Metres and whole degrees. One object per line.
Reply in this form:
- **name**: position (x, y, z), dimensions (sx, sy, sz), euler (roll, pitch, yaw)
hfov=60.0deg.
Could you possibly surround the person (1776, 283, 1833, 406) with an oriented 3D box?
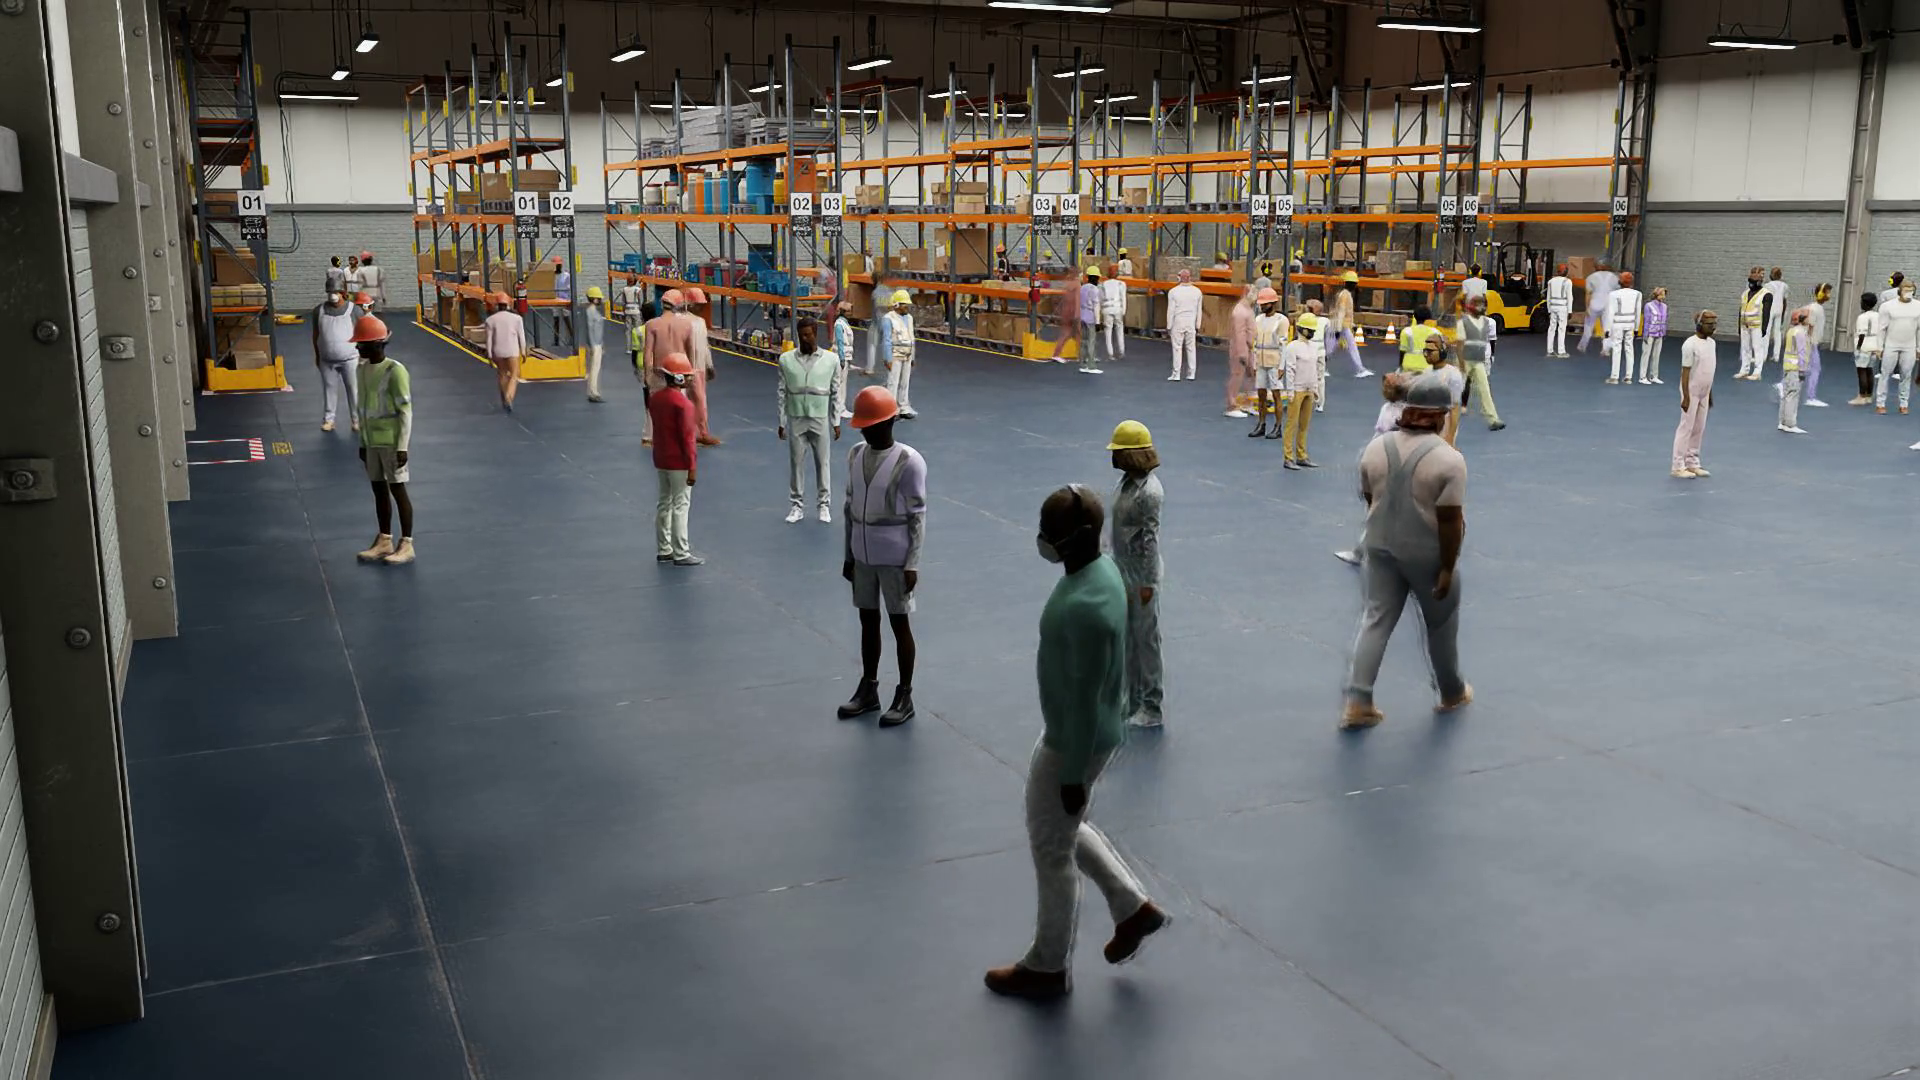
- **person**: position (12.715, -2.934, 24.963), dimensions (0.676, 1.843, 0.545), euler (7, 13, 31)

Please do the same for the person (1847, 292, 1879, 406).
- **person**: position (13.581, -2.863, 24.954), dimensions (0.540, 1.696, 0.317), euler (-9, 14, -37)

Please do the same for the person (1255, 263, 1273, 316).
- **person**: position (6.209, -4.710, 33.924), dimensions (0.330, 1.865, 0.518), euler (-5, 12, -22)

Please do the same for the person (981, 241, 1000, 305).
- **person**: position (1.019, -8.200, 51.304), dimensions (1.038, 1.993, 0.639), euler (-9, 14, -37)

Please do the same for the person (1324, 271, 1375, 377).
- **person**: position (6.761, -3.790, 29.264), dimensions (1.038, 1.866, 0.587), euler (2, 11, 10)

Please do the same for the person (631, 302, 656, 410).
- **person**: position (-4.141, -2.332, 22.262), dimensions (0.545, 1.684, 0.366), euler (-5, 12, -24)

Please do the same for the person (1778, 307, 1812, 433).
- **person**: position (10.999, -2.233, 21.897), dimensions (0.307, 1.643, 0.514), euler (2, 11, 10)

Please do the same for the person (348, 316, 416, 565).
- **person**: position (-4.751, -0.810, 13.652), dimensions (0.609, 2.040, 0.395), euler (8, 14, 35)

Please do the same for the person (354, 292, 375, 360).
- **person**: position (-8.440, -2.643, 23.689), dimensions (0.327, 1.753, 0.560), euler (-6, 13, -27)

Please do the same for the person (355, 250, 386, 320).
- **person**: position (-13.288, -5.498, 37.494), dimensions (0.624, 2.029, 0.487), euler (-8, 14, -35)

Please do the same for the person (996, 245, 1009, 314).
- **person**: position (1.112, -6.833, 44.303), dimensions (0.409, 2.028, 0.619), euler (3, 11, 14)

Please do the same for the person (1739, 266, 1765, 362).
- **person**: position (15.353, -4.368, 32.230), dimensions (0.325, 1.843, 0.517), euler (3, 12, 16)

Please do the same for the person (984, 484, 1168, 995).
- **person**: position (0.422, 0.739, 6.071), dimensions (0.614, 1.922, 0.655), euler (1, 11, 6)

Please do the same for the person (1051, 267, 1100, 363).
- **person**: position (2.192, -4.312, 31.968), dimensions (0.979, 1.850, 0.695), euler (-4, 12, -20)

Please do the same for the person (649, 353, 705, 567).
- **person**: position (-2.309, -0.653, 13.609), dimensions (0.346, 1.745, 0.569), euler (-10, 15, -41)

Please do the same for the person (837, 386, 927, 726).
- **person**: position (-0.454, 0.089, 9.368), dimensions (0.542, 1.928, 0.377), euler (8, 14, 36)

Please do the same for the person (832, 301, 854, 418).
- **person**: position (-1.654, -2.548, 23.504), dimensions (0.309, 1.640, 0.513), euler (1, 11, 3)

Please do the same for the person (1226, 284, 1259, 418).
- **person**: position (4.058, -2.648, 23.390), dimensions (0.639, 1.876, 0.679), euler (4, 12, 20)

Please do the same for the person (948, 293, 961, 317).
- **person**: position (-0.158, -7.131, 46.164), dimensions (0.572, 1.887, 0.356), euler (-4, 12, -19)

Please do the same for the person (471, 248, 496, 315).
- **person**: position (-13.135, -6.995, 45.388), dimensions (1.008, 1.933, 0.631), euler (-3, 11, -13)

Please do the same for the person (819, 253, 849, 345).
- **person**: position (-2.695, -5.265, 36.289), dimensions (0.689, 2.000, 0.759), euler (-4, 12, -20)

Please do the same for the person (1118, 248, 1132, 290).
- **person**: position (4.511, -7.092, 45.909), dimensions (0.409, 1.915, 0.589), euler (9, 14, 37)

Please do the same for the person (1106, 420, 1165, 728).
- **person**: position (0.973, 0.189, 9.354), dimensions (0.336, 1.733, 0.480), euler (-4, 12, -20)

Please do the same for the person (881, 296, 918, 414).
- **person**: position (-0.958, -2.678, 23.981), dimensions (0.779, 1.721, 0.492), euler (5, 12, 23)

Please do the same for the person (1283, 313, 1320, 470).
- **person**: position (3.873, -1.679, 18.775), dimensions (0.523, 1.765, 0.316), euler (-9, 15, -40)

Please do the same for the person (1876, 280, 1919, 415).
- **person**: position (13.443, -2.749, 23.791), dimensions (0.629, 1.932, 0.366), euler (3, 12, 17)

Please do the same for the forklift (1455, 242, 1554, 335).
- **forklift**: position (13.047, -6.049, 39.881), dimensions (2.313, 2.155, 1.214), euler (-5, 12, -23)

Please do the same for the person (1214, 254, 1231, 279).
- **person**: position (7.513, -7.333, 47.633), dimensions (0.541, 1.712, 0.927), euler (-7, 13, -31)

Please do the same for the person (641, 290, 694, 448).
- **person**: position (-3.576, -2.066, 20.266), dimensions (0.644, 1.948, 0.774), euler (-4, 12, -22)

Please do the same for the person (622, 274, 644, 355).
- **person**: position (-6.658, -4.599, 33.927), dimensions (0.511, 1.641, 0.309), euler (5, 12, 25)

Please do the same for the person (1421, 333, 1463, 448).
- **person**: position (4.186, -0.896, 14.612), dimensions (0.339, 1.839, 0.503), euler (-5, 12, -23)

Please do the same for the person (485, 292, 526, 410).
- **person**: position (-6.625, -2.741, 24.229), dimensions (0.566, 1.736, 0.655), euler (0, 11, -2)

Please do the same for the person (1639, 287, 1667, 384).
- **person**: position (11.721, -3.445, 28.090), dimensions (0.514, 1.634, 0.313), euler (-6, 12, -27)

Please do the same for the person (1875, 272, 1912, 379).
- **person**: position (16.263, -3.736, 28.990), dimensions (0.511, 1.862, 0.329), euler (3, 11, 14)
